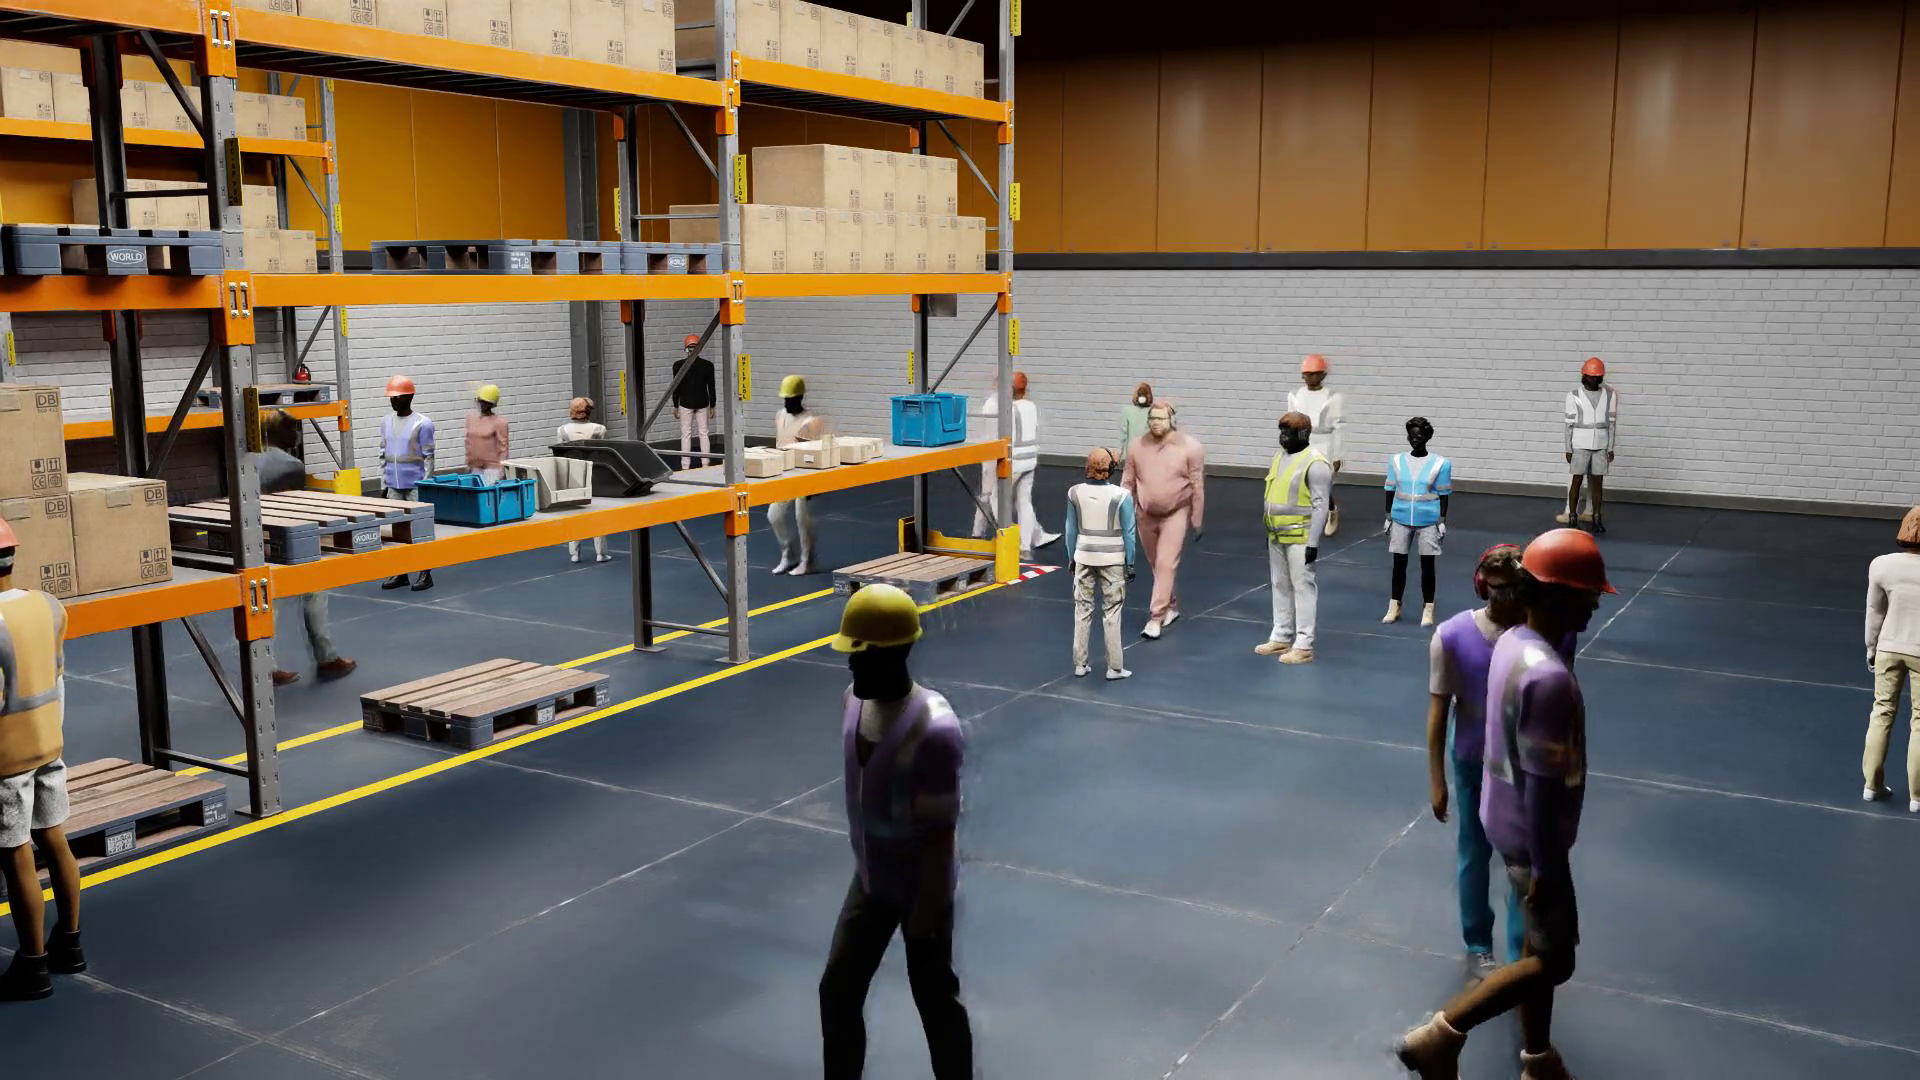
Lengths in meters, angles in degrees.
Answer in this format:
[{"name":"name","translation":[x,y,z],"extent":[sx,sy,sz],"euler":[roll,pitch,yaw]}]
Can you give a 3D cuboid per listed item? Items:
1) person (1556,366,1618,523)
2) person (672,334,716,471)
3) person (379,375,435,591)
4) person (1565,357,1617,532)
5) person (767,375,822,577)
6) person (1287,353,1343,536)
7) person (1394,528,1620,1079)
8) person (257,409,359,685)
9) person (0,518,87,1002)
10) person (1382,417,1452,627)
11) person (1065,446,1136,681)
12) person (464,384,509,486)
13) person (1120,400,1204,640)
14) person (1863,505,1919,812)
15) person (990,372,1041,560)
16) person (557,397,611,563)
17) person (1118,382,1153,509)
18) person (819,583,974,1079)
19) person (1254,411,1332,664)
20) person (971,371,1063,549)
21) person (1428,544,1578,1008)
[{"name":"person","translation":[7.151,-1.094,18.908],"extent":[0.644,1.834,0.434],"euler":[-5,10,-28]},{"name":"person","translation":[-3.751,-1.901,23.465],"extent":[0.617,1.986,0.401],"euler":[-3,10,-20]},{"name":"person","translation":[-4.973,-0.509,14.921],"extent":[0.545,1.938,0.355],"euler":[3,9,16]},{"name":"person","translation":[6.916,-1.036,18.254],"extent":[0.539,1.930,0.377],"euler":[1,9,5]},{"name":"person","translation":[-1.560,-0.590,15.520],"extent":[0.608,1.901,0.543],"euler":[8,12,42]},{"name":"person","translation":[3.712,-0.939,17.349],"extent":[0.611,2.024,0.757],"euler":[7,11,37]},{"name":"person","translation":[1.865,0.957,5.530],"extent":[0.638,2.022,0.622],"euler":[1,9,8]},{"name":"person","translation":[-4.584,0.044,11.539],"extent":[0.662,1.910,0.832],"euler":[7,11,37]},{"name":"person","translation":[-3.728,0.843,6.514],"extent":[0.374,1.928,0.542],"euler":[1,9,6]},{"name":"person","translation":[3.672,-0.147,13.411],"extent":[0.538,1.696,0.317],"euler":[5,10,27]},{"name":"person","translation":[0.981,0.168,11.623],"extent":[0.523,1.639,0.306],"euler":[5,10,27]},{"name":"person","translation":[-4.776,-0.698,16.831],"extent":[0.554,1.749,0.306],"euler":[5,10,28]},{"name":"person","translation":[1.562,-0.176,13.119],"extent":[0.660,1.849,1.018],"euler":[5,10,26]},{"name":"person","translation":[5.053,0.623,8.829],"extent":[0.277,1.629,0.496],"euler":[-7,11,-36]},{"name":"person","translation":[0.513,-0.738,16.559],"extent":[0.587,1.865,0.589],"euler":[8,12,40]},{"name":"person","translation":[-3.683,-0.580,16.304],"extent":[0.515,1.636,0.314],"euler":[0,9,-1]},{"name":"person","translation":[2.092,-1.023,19.147],"extent":[0.503,1.607,0.702],"euler":[3,10,19]},{"name":"person","translation":[-0.260,1.073,5.168],"extent":[0.821,1.892,0.612],"euler":[-7,11,-37]},{"name":"person","translation":[2.435,-0.020,12.180],"extent":[0.429,1.841,0.642],"euler":[-4,10,-22]},{"name":"person","translation":[0.543,-0.780,16.861],"extent":[0.950,1.855,0.667],"euler":[3,10,19]},{"name":"person","translation":[2.122,0.908,6.468],"extent":[0.603,1.807,0.719],"euler":[1,9,5]}]
